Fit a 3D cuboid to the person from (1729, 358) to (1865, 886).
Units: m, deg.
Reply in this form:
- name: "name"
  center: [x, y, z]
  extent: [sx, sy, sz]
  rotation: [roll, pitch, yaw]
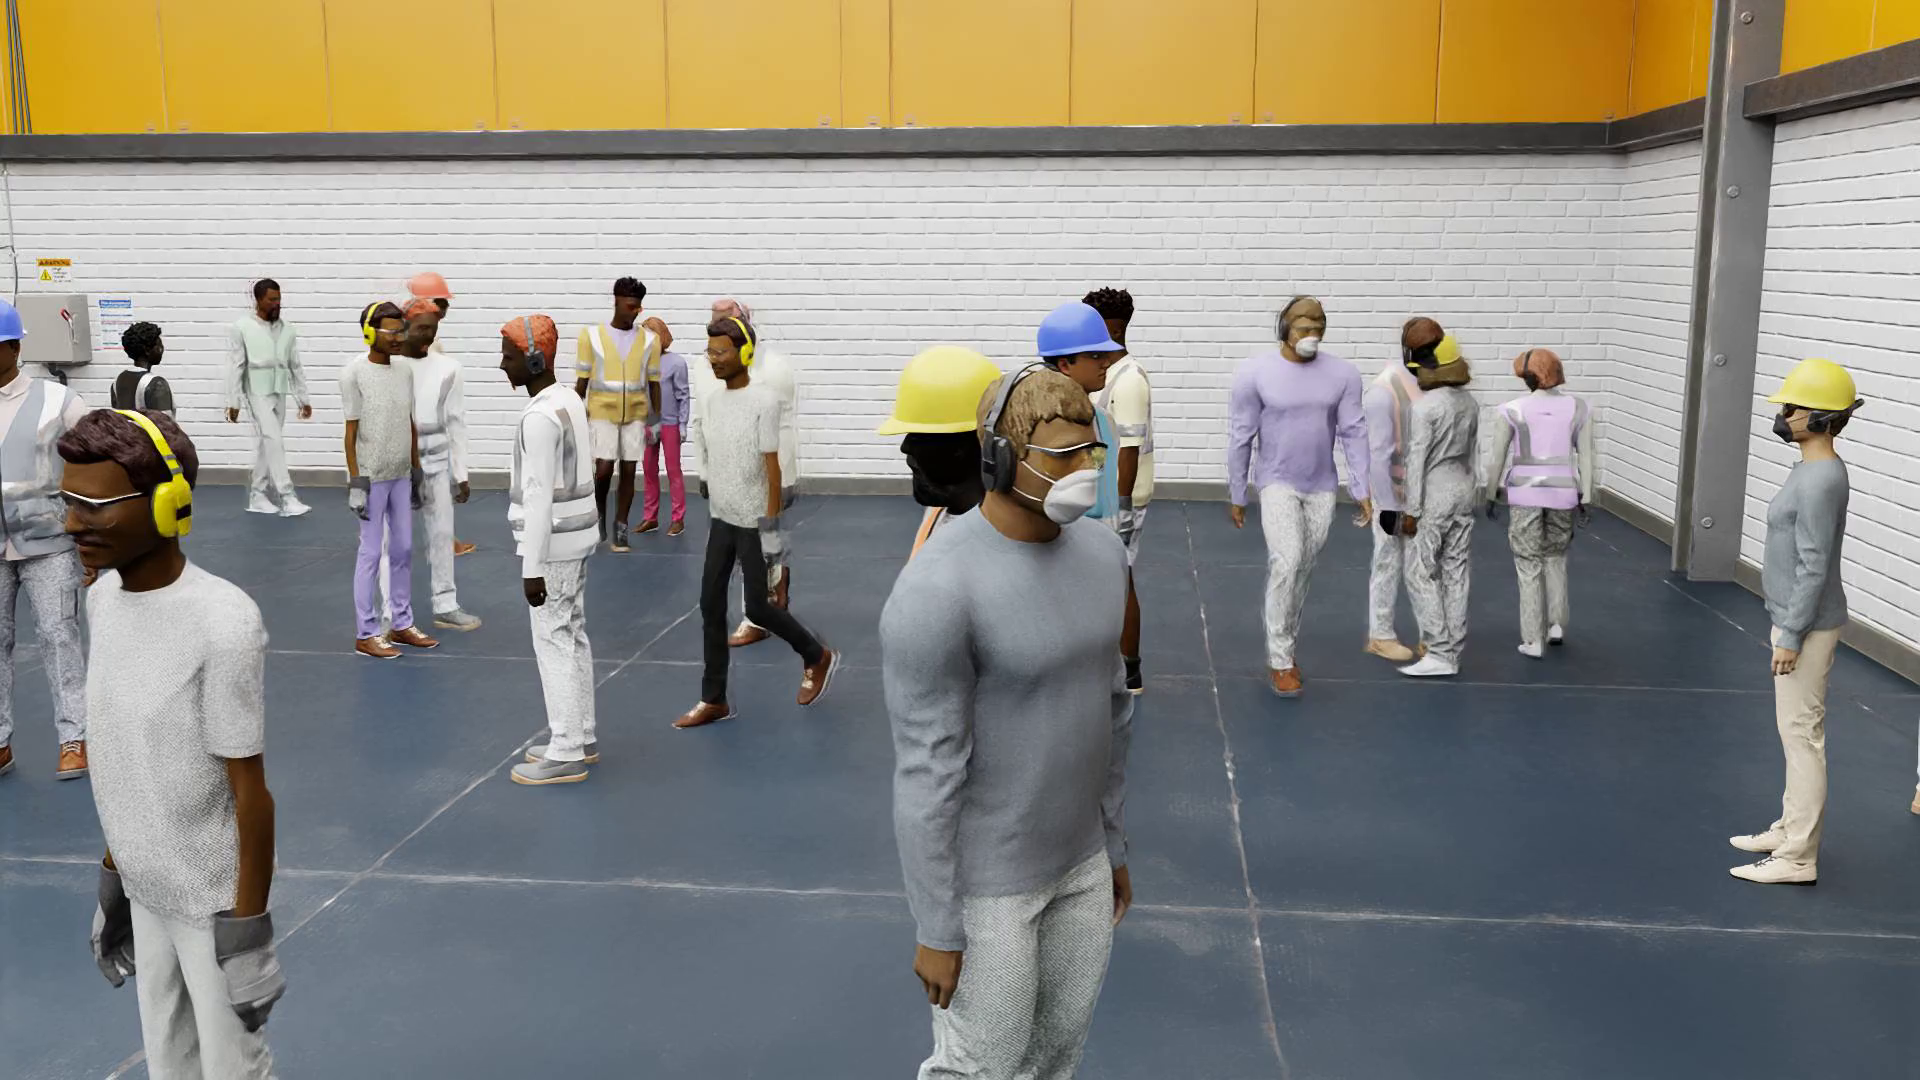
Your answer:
- name: "person"
  center: [2.817, 0.277, 5.602]
  extent: [0.302, 1.772, 0.525]
  rotation: [5, 11, 26]

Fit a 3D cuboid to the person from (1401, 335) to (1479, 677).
- name: "person"
  center: [2.392, -0.171, 8.318]
  extent: [0.527, 1.724, 0.368]
  rotation: [-7, 12, -35]

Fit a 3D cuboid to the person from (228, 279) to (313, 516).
- name: "person"
  center: [-5.442, -1.127, 13.299]
  extent: [0.882, 1.881, 0.627]
  rotation: [4, 11, 24]

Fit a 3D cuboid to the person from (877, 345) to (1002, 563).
- name: "person"
  center: [0.023, 0.531, 3.703]
  extent: [0.384, 1.924, 0.589]
  rotation: [-4, 11, -20]

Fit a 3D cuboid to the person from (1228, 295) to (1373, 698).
- name: "person"
  center: [1.643, -0.203, 7.943]
  extent: [0.621, 1.901, 0.796]
  rotation: [-2, 10, -11]

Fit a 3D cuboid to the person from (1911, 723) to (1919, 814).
- name: "person"
  center: [3.743, 0.168, 6.020]
  extent: [0.429, 1.842, 0.637]
  rotation: [1, 10, 8]

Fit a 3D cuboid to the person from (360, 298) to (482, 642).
- name: "person"
  center: [-2.998, -0.380, 9.123]
  extent: [0.663, 1.861, 0.343]
  rotation: [-6, 11, -29]

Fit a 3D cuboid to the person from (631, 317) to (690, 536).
- name: "person"
  center: [-2.252, -0.846, 12.424]
  extent: [0.507, 1.631, 0.270]
  rotation: [4, 11, 23]

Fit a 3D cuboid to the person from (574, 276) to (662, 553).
- name: "person"
  center: [-2.393, -0.870, 11.663]
  extent: [0.651, 1.944, 0.418]
  rotation: [-5, 11, -24]

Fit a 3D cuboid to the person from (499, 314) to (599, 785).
- name: "person"
  center: [-1.630, 0.042, 6.645]
  extent: [0.358, 1.879, 0.586]
  rotation: [0, 10, -1]

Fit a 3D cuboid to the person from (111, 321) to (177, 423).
- name: "person"
  center: [-4.914, -0.472, 10.100]
  extent: [0.540, 1.695, 0.316]
  rotation: [7, 12, 35]

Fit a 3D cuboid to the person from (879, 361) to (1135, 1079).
- name: "person"
  center: [0.109, 0.629, 3.145]
  extent: [0.368, 1.932, 0.622]
  rotation: [8, 13, 38]

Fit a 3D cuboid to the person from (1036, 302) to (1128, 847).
- name: "person"
  center: [0.362, 0.165, 5.726]
  extent: [0.377, 1.950, 0.612]
  rotation: [7, 12, 33]

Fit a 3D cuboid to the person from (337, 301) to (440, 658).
- name: "person"
  center: [-3.014, -0.314, 8.737]
  extent: [0.325, 1.862, 0.511]
  rotation: [5, 11, 26]

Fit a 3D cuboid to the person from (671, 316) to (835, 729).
- name: "person"
  center: [-0.947, -0.088, 7.499]
  extent: [0.519, 1.843, 0.741]
  rotation: [9, 14, 43]

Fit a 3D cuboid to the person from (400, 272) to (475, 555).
- name: "person"
  center: [-3.750, -0.849, 11.470]
  extent: [0.644, 1.977, 0.640]
  rotation: [-6, 11, -29]

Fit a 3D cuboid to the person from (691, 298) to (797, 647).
- name: "person"
  center: [-1.130, -0.390, 9.128]
  extent: [0.657, 1.882, 0.686]
  rotation: [6, 11, 30]

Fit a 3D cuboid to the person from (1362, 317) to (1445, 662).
- name: "person"
  center: [2.289, -0.235, 8.462]
  extent: [0.652, 1.798, 0.586]
  rotation: [-5, 11, -27]

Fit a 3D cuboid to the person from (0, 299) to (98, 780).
- name: "person"
  center: [-3.757, 0.011, 6.613]
  extent: [0.613, 1.945, 0.406]
  rotation: [-3, 10, -16]

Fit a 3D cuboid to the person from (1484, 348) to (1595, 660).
- name: "person"
  center: [3.025, -0.193, 8.717]
  extent: [0.520, 1.618, 0.486]
  rotation: [0, 10, 3]

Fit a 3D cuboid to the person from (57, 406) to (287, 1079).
- name: "person"
  center: [-1.424, 0.677, 3.082]
  extent: [0.509, 1.858, 0.342]
  rotation: [7, 12, 35]

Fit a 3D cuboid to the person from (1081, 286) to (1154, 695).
- name: "person"
  center: [0.736, -0.229, 7.973]
  extent: [0.374, 1.957, 0.611]
  rotation: [-1, 10, -3]
